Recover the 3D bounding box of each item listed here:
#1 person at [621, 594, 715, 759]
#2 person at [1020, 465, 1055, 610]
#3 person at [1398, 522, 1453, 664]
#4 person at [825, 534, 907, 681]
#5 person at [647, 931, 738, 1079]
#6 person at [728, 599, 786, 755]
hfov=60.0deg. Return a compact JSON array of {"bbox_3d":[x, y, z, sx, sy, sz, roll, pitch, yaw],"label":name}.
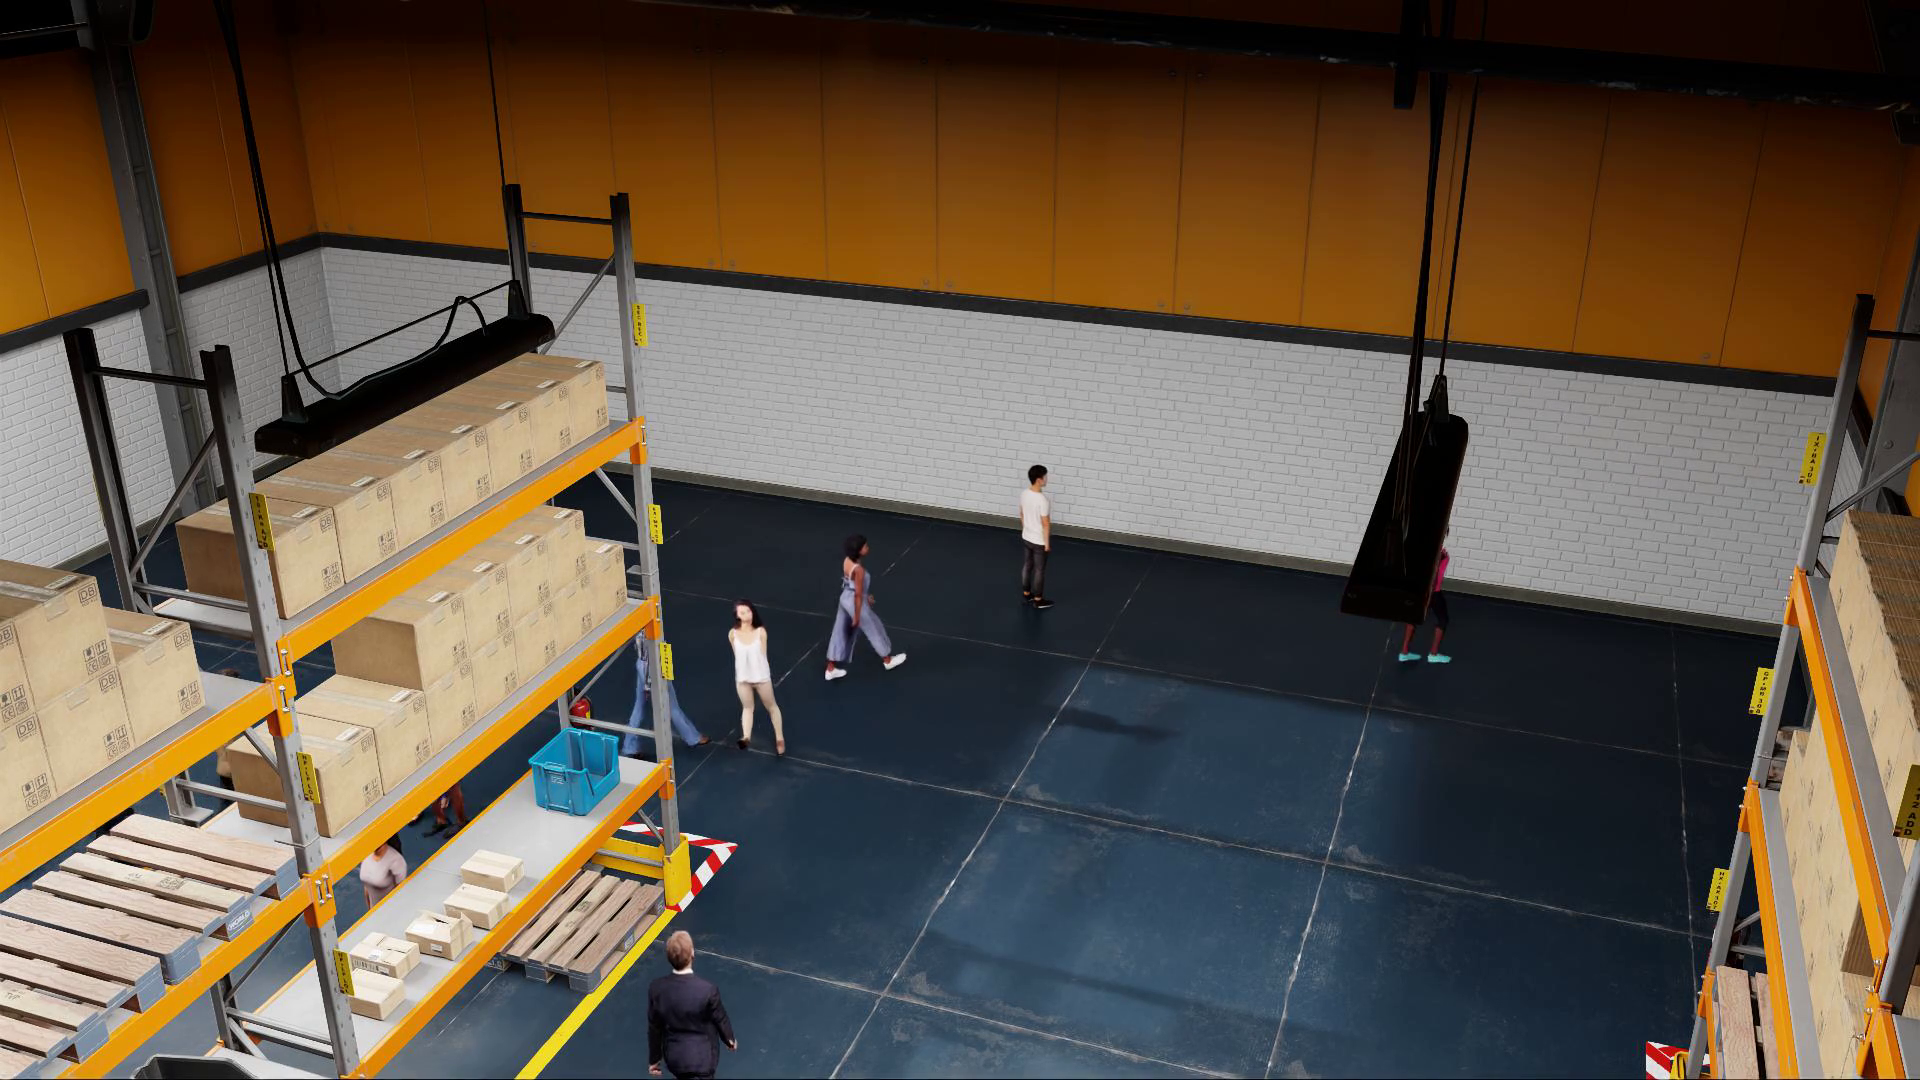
[{"bbox_3d":[-3.054,1.352,15.965,1.199,1.753,1.115,-11,26,-24],"label":"person"},{"bbox_3d":[0.870,-0.051,19.215,0.723,1.720,0.699,-15,28,-31],"label":"person"},{"bbox_3d":[4.934,0.556,17.849,0.822,1.701,0.815,-4,24,-9],"label":"person"},{"bbox_3d":[-1.186,0.749,17.482,1.159,1.642,1.062,-13,27,-27],"label":"person"},{"bbox_3d":[-1.823,3.471,11.096,0.774,1.769,1.180,5,24,11],"label":"person"},{"bbox_3d":[-1.997,1.389,16.034,0.807,1.630,0.889,3,24,6],"label":"person"}]
